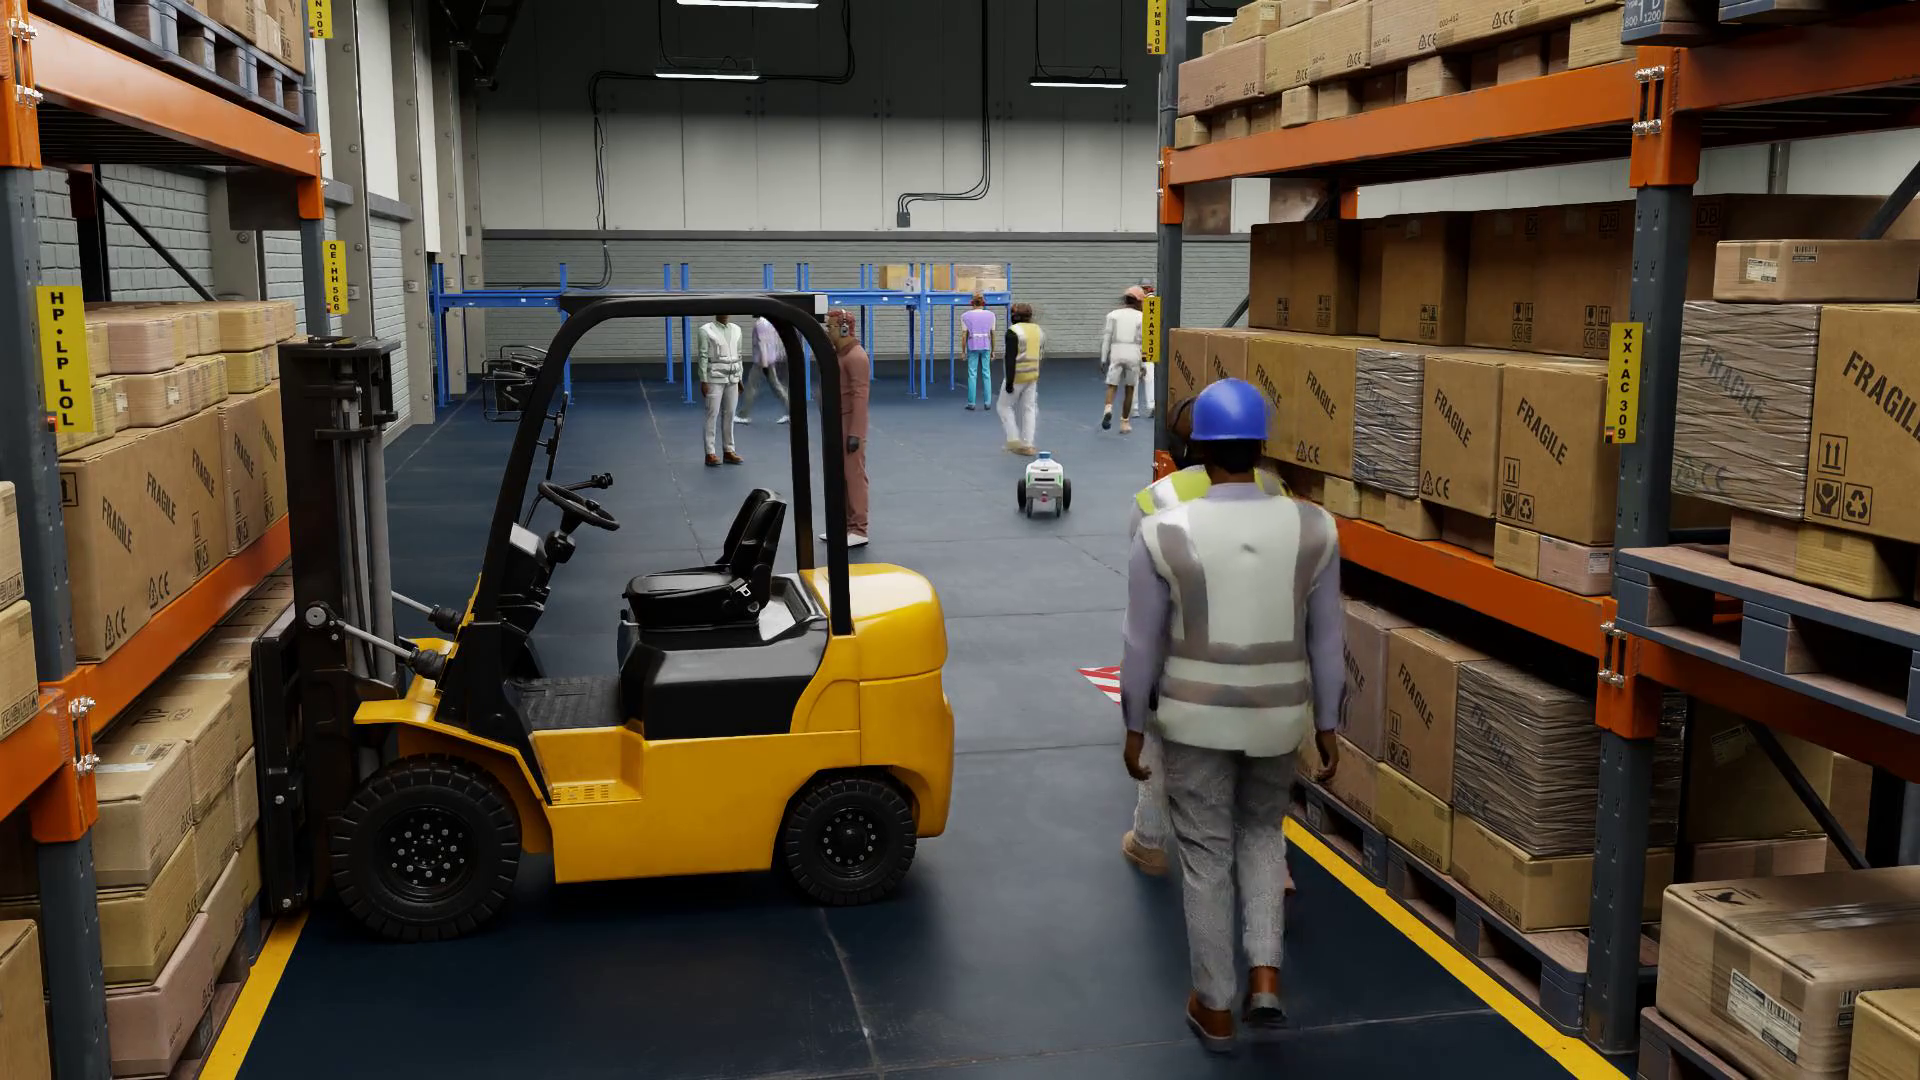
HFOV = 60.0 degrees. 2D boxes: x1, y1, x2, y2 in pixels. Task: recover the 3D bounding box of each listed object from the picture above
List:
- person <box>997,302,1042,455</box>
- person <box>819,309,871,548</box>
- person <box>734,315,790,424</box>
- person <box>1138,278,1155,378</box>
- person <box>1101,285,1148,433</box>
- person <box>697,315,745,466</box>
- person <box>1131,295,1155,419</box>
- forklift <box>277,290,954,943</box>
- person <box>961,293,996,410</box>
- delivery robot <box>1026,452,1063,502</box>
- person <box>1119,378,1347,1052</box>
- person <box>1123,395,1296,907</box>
[{"bbox_3d":[0.692,-1.943,20.034,0.535,1.827,0.659,8,12,40],"label":"person"},{"bbox_3d":[-0.943,-0.904,13.465,0.399,1.910,0.643,-3,10,-18],"label":"person"},{"bbox_3d":[-2.832,-2.608,23.971,1.005,1.878,0.591,2,10,13],"label":"person"},{"bbox_3d":[3.765,-4.335,34.099,0.536,2.000,0.688,0,9,-3],"label":"person"},{"bbox_3d":[2.238,-2.434,22.491,0.655,2.001,0.808,3,10,16],"label":"person"},{"bbox_3d":[-2.714,-1.831,18.998,0.399,1.943,0.615,9,13,43],"label":"person"},{"bbox_3d":[2.728,-2.721,24.761,0.593,1.826,1.000,-1,9,-5],"label":"person"},{"bbox_3d":[-1.179,0.175,6.143,2.313,2.155,1.214,-2,10,-12],"label":"forklift"},{"bbox_3d":[0.291,-2.994,26.387,0.567,1.846,0.389,-2,10,-13],"label":"person"},{"bbox_3d":[0.782,-0.573,15.401,0.477,0.478,0.707,0,9,3],"label":"delivery robot"},{"bbox_3d":[0.767,0.508,4.766,0.638,1.932,0.441,-1,9,-7],"label":"person"},{"bbox_3d":[0.895,0.390,5.905,0.630,1.808,0.917,-3,10,-15],"label":"person"}]
